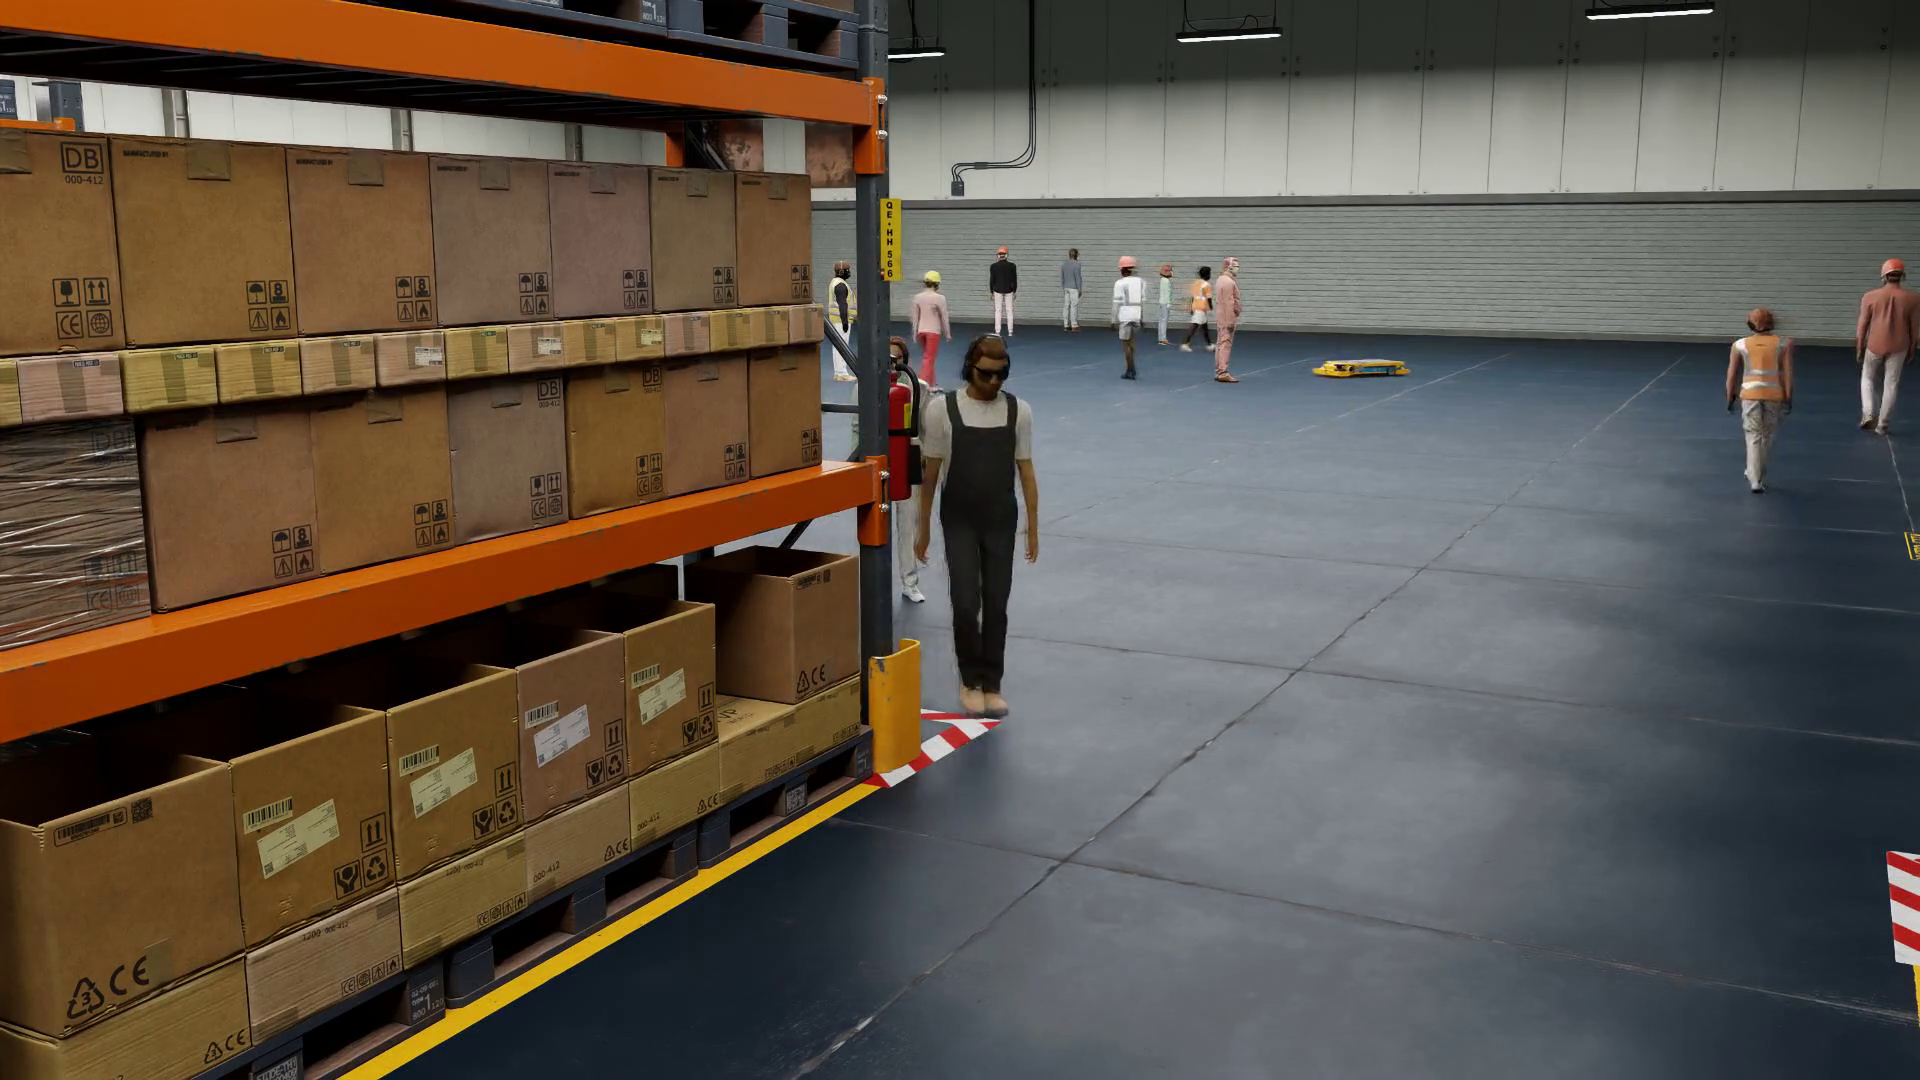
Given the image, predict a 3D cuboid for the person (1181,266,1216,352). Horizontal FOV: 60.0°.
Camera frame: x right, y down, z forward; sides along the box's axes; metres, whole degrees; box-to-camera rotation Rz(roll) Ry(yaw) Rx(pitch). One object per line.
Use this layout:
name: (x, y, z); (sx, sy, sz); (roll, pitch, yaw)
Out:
person: (4.614, -4.423, 31.937); (0.897, 1.645, 0.522); (-3, 11, -17)

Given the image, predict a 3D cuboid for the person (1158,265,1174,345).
person: (4.248, -4.846, 34.281); (0.279, 1.633, 0.501); (-1, 10, -7)

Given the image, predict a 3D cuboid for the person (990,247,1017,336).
person: (0.966, -5.525, 37.022); (0.610, 1.985, 0.392); (0, 10, -3)

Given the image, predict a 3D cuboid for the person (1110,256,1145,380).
person: (2.606, -3.466, 25.986); (0.568, 1.911, 0.579); (-7, 12, -32)

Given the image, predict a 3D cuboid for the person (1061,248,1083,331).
person: (2.629, -5.862, 38.985); (0.373, 1.941, 0.627); (-8, 13, -36)

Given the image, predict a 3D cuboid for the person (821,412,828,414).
person: (-2.064, -2.462, 20.620); (0.980, 1.871, 0.604); (-7, 13, -34)

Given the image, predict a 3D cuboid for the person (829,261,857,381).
person: (-1.805, -3.370, 25.665); (0.429, 1.844, 0.626); (-2, 11, -13)

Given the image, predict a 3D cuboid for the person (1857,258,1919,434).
person: (10.480, -2.182, 18.801); (0.633, 1.977, 0.426); (5, 11, 24)

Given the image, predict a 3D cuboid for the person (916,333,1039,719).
person: (0.085, -0.050, 7.675); (0.573, 1.802, 0.500); (-3, 11, -14)

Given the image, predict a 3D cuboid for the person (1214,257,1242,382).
person: (4.118, -3.371, 25.496); (0.403, 1.904, 0.652); (0, 10, -2)

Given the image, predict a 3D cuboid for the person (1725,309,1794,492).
person: (7.044, -1.235, 14.675); (0.532, 1.587, 0.808); (4, 11, 22)

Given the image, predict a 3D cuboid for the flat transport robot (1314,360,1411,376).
flat transport robot: (6.458, -2.767, 26.663); (1.431, 0.197, 0.652); (-5, 11, -24)

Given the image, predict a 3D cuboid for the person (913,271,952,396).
person: (-0.353, -2.899, 23.379); (0.525, 1.737, 0.785); (9, 14, 41)

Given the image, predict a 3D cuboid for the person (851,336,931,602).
person: (-0.411, -0.423, 10.142); (0.523, 1.640, 0.306); (-3, 11, -18)
